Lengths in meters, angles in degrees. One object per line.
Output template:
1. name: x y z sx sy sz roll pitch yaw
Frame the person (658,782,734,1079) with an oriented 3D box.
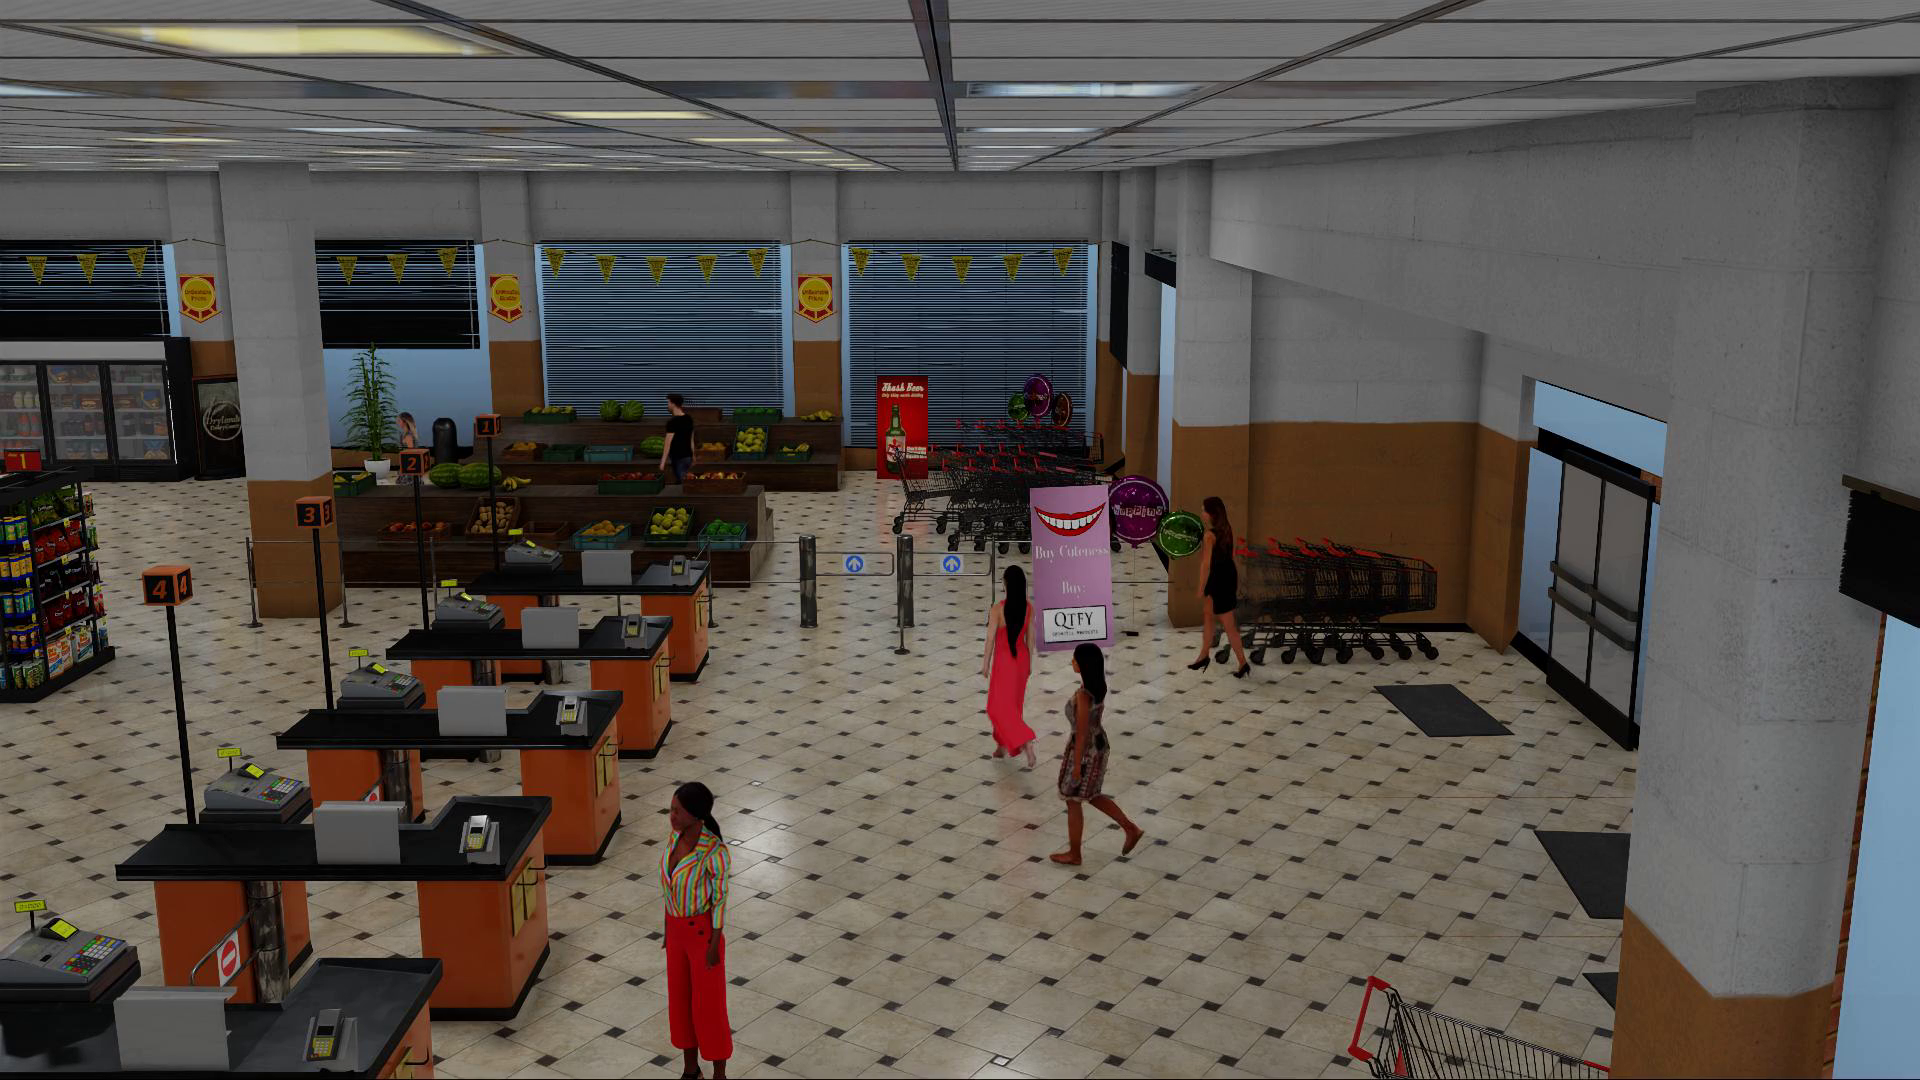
1. person: -1.352 2.084 8.524 0.657 1.794 0.742 9 15 37

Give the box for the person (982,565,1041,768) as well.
1. person: 0.432 1.077 13.533 1.041 1.700 0.979 -6 14 -28

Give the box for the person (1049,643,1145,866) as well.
1. person: 0.962 1.521 11.597 0.983 1.629 0.801 4 13 18

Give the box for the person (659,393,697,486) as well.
1. person: -3.890 -1.128 23.580 1.123 1.874 0.970 6 13 26

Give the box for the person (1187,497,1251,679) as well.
1. person: 2.606 0.495 16.075 0.975 1.792 0.871 11 16 43

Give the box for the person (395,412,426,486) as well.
1. person: -7.513 -0.918 23.127 1.205 1.650 0.702 -2 12 -9
